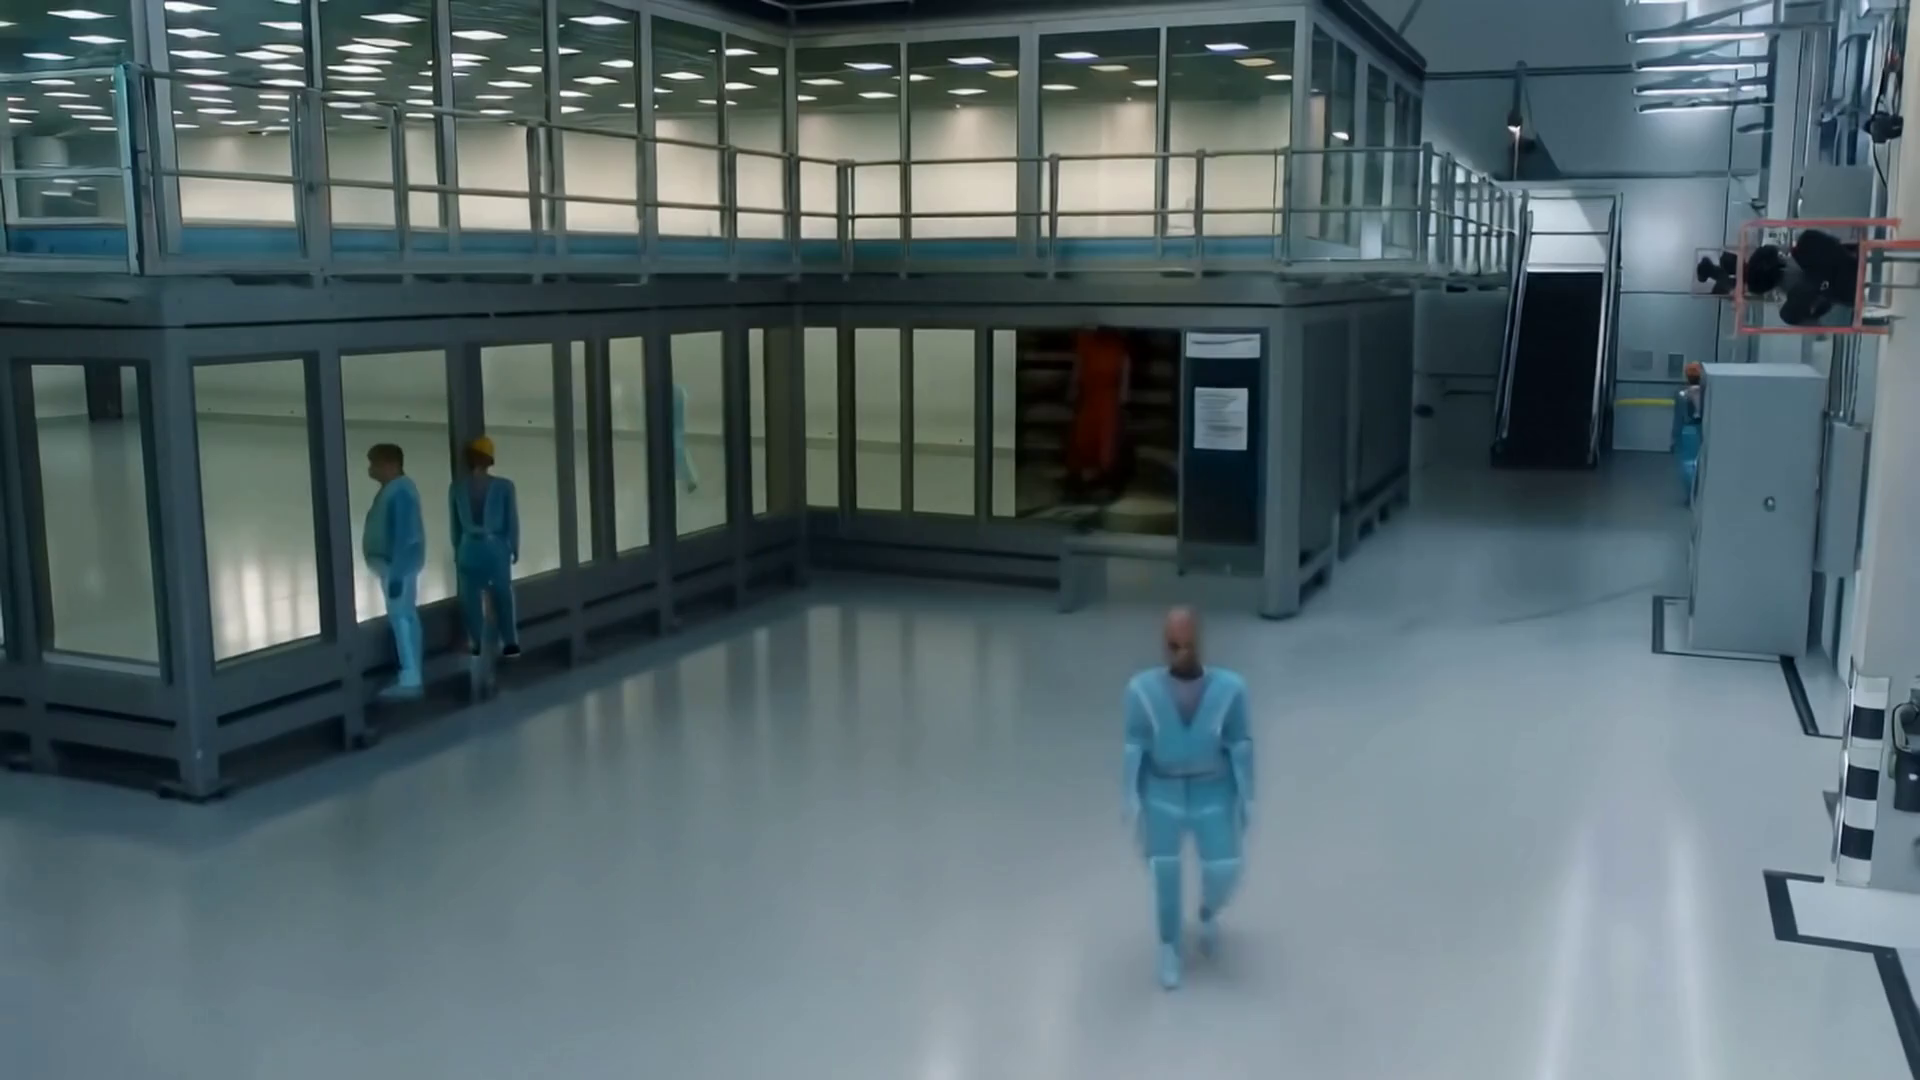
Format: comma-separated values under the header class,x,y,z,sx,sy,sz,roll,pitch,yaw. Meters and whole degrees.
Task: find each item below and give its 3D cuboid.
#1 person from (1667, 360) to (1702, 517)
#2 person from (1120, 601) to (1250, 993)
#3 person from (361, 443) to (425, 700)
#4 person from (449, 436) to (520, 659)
class,x,y,z,sx,sy,sz,roll,pitch,yaw
person,9.125,-1.257,20.679,0.612,1.950,0.377,-2,9,-11
person,0.947,1.083,7.045,0.550,1.683,0.366,1,9,6
person,-4.054,0.218,11.929,0.429,1.839,0.634,-3,10,-16
person,-3.738,0.062,13.118,0.522,1.769,0.310,-2,9,-10
